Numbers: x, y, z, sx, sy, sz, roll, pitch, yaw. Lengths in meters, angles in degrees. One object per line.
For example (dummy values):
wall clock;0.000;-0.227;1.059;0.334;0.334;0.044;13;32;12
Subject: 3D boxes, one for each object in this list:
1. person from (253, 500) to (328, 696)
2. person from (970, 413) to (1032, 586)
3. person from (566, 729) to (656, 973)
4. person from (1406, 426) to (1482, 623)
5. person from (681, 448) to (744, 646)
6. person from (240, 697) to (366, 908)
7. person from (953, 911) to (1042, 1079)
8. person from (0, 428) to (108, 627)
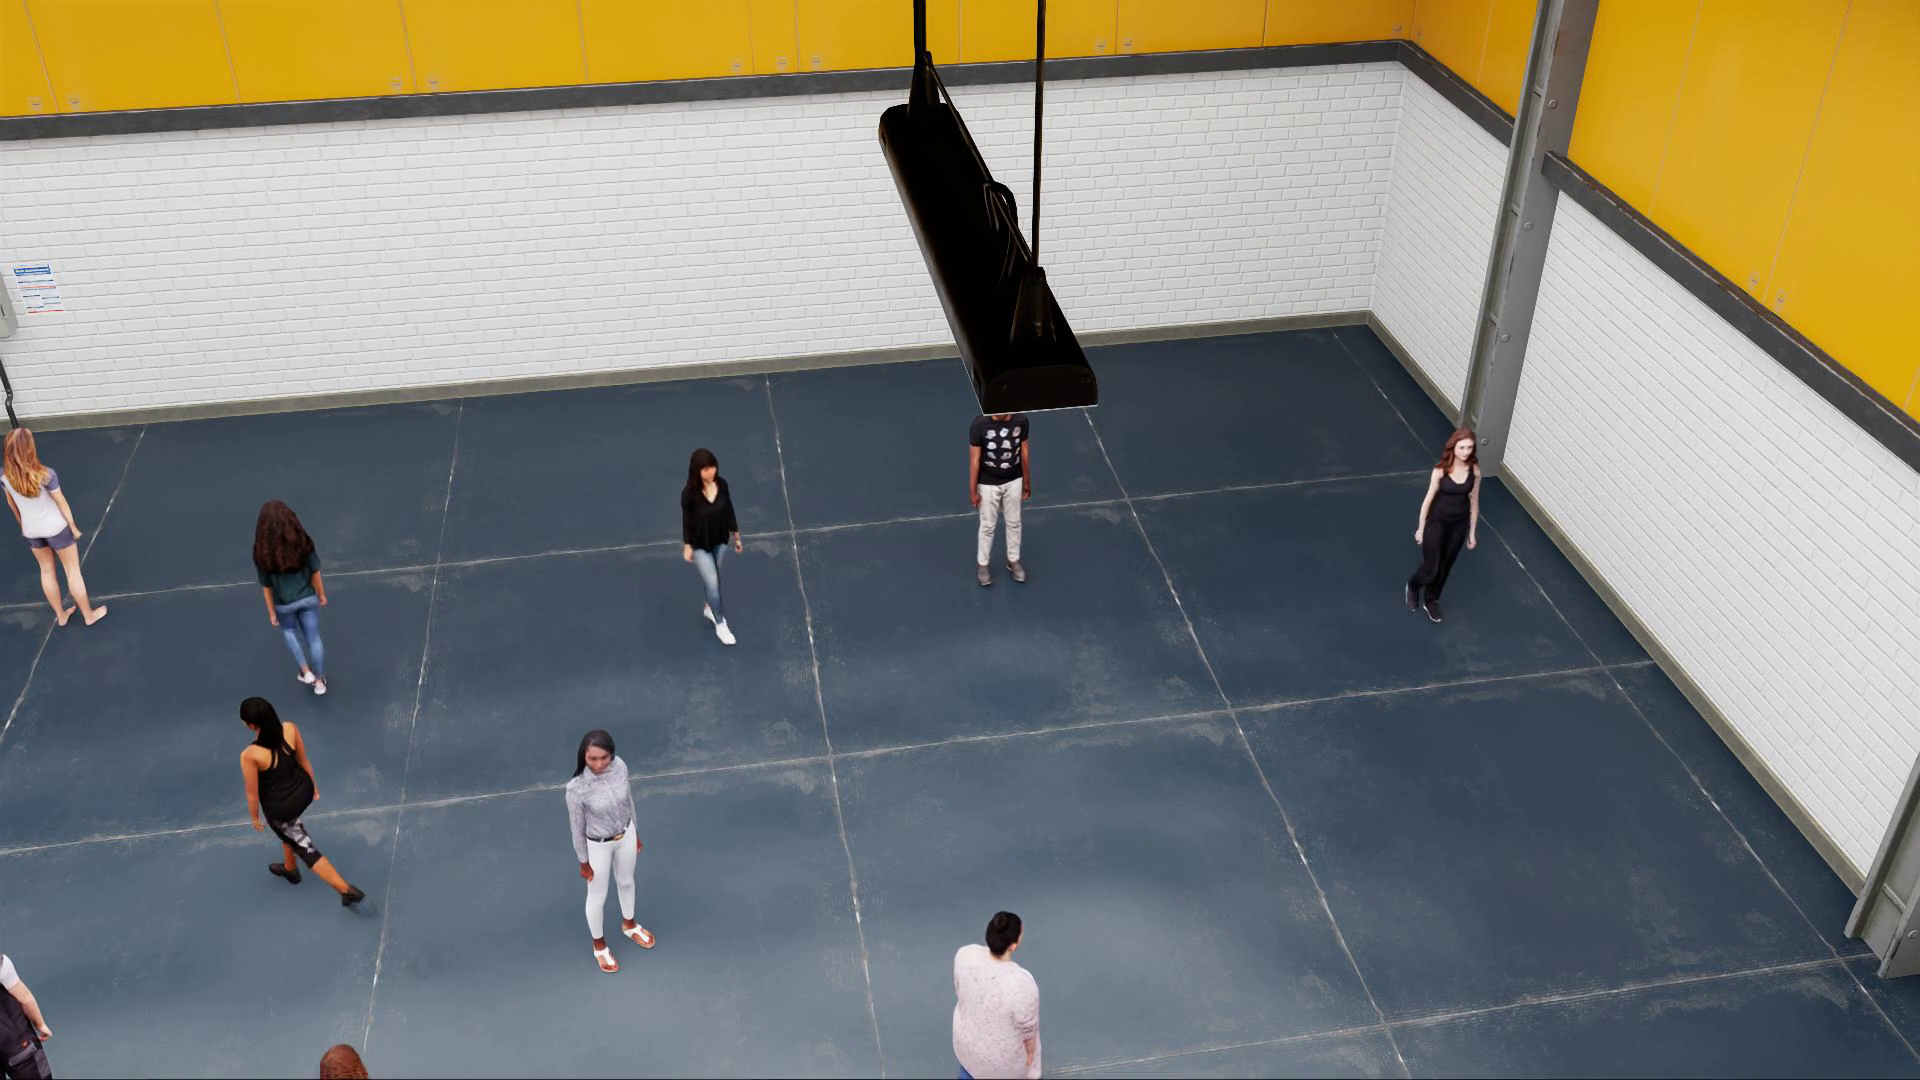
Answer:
person;-4.855;0.468;12.175;0.691;1.606;0.722;-17;37;-24
person;0.322;-0.475;13.418;0.672;1.802;0.615;-8;34;-12
person;-2.123;1.831;10.019;0.671;1.722;0.692;-28;43;-35
person;3.775;-0.172;13.021;0.591;1.736;0.657;-7;34;-10
person;-1.991;-0.030;12.898;0.804;1.634;0.893;-27;42;-35
person;-4.137;1.658;10.362;1.059;1.632;1.092;14;36;20
person;0.168;2.614;8.822;0.787;1.744;0.857;24;40;31
person;-7.087;-0.087;12.898;0.642;1.730;0.610;1;34;2
